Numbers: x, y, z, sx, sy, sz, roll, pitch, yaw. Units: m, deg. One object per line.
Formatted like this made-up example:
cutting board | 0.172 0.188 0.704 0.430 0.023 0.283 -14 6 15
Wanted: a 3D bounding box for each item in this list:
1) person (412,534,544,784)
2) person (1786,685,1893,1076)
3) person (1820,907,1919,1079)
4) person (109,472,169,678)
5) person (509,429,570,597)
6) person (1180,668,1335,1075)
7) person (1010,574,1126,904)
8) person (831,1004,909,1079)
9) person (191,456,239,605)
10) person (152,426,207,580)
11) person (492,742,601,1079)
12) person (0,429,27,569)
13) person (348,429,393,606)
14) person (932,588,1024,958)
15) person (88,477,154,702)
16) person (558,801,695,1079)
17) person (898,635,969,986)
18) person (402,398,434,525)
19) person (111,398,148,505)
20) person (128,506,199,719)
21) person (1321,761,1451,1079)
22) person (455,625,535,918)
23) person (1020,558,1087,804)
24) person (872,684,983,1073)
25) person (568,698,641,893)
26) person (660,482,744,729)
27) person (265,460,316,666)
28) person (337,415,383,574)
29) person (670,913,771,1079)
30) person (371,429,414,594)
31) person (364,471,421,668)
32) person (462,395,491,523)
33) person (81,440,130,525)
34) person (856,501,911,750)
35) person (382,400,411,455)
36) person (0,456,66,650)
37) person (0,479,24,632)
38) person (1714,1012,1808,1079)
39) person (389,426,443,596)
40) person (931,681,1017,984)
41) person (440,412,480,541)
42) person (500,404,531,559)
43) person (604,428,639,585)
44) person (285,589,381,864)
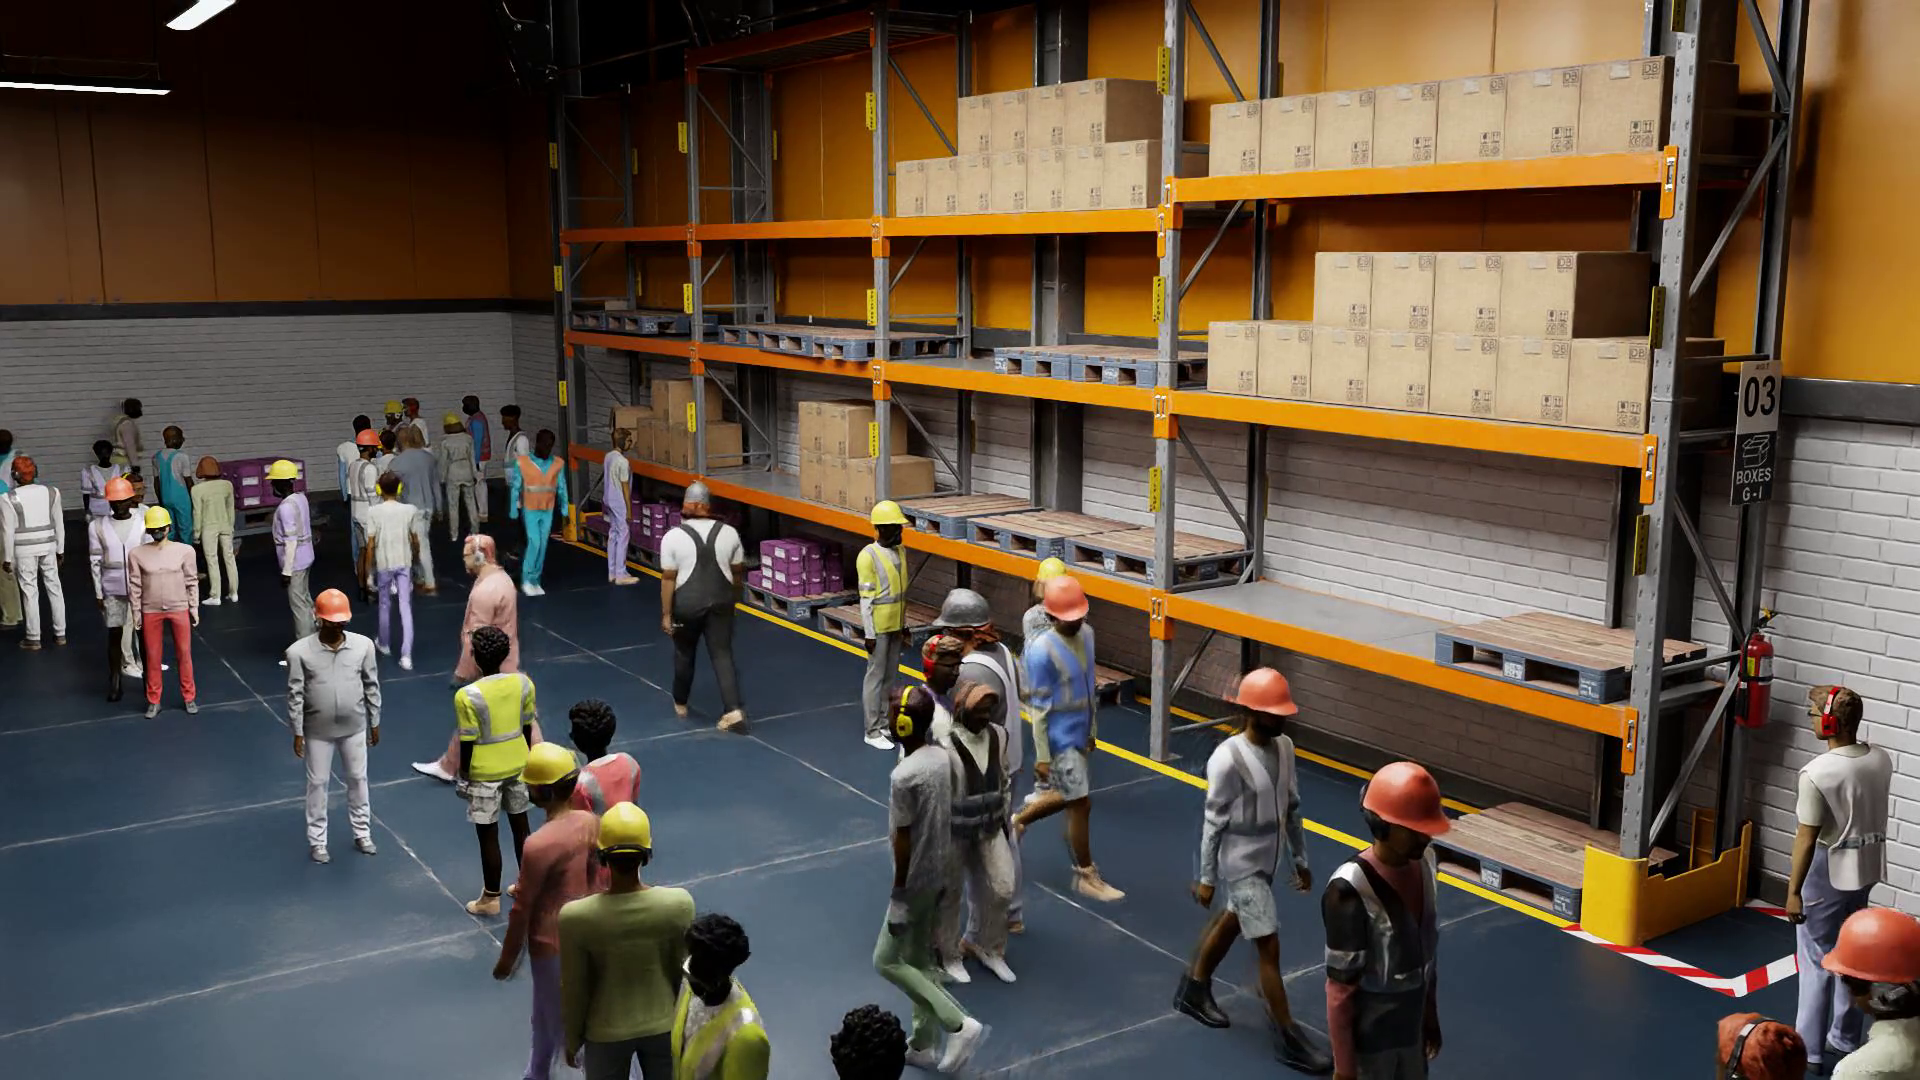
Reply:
person | -3.398 0.883 11.822 1.032 1.842 0.640 -2 10 -11
person | 4.066 1.585 7.727 0.560 1.836 0.394 -5 11 -27
person | 2.749 2.040 4.750 0.627 1.954 0.960 -5 11 -29
person | -7.479 0.309 15.111 0.310 1.868 0.532 2 10 11
person | -4.697 -0.304 18.678 0.625 1.885 0.547 -9 13 -41
person | 1.421 1.523 7.945 0.563 1.886 0.986 -9 13 -44
person | 0.554 1.146 9.855 0.855 1.991 0.636 6 11 32
person | -0.250 2.152 4.785 0.536 1.700 0.318 -1 10 -6
person | -8.161 -0.102 18.205 0.283 1.634 0.498 6 12 33
person | -9.162 -0.418 19.468 0.504 1.839 0.344 2 10 11
person | -1.735 1.729 7.199 0.773 1.746 0.524 2 10 13
person | -11.192 -0.395 19.441 0.656 1.807 0.450 -2 10 -13
person | -6.459 -0.249 18.219 0.385 1.929 0.543 -8 13 -40
person | 0.061 1.243 9.123 0.536 2.000 0.700 4 10 22
person | -7.145 0.416 14.278 0.546 1.939 0.375 -5 11 -25
person | -1.252 1.857 6.327 0.525 1.769 0.314 -4 10 -21
person | -0.151 1.398 8.791 0.373 1.840 0.572 2 10 14
person | -7.602 -1.085 23.397 0.385 1.837 0.566 -2 10 -14
person | -11.814 -1.115 23.671 0.747 1.799 0.645 -3 10 -20
person | -6.571 0.591 13.754 0.528 1.768 0.313 -4 10 -23
person | 1.564 1.774 6.042 0.619 2.028 0.409 -9 13 -43
person | -2.683 1.330 9.620 0.317 1.696 0.539 7 12 36
person | 0.641 0.984 11.514 0.483 1.745 0.302 -4 11 -23
person | -0.167 1.582 7.668 0.479 1.853 0.552 4 10 22
person | -1.730 1.598 8.045 0.317 1.696 0.540 4 10 21
person | -2.084 0.499 13.491 0.725 2.000 1.029 -4 11 -24
person | -6.229 0.210 15.513 0.373 1.928 0.584 -2 10 -9
person | -7.140 -0.537 19.945 0.587 1.913 0.390 1 10 5
person | -0.809 2.013 5.702 0.380 1.650 0.685 -5 11 -27
person | -6.445 -0.326 18.837 0.310 1.868 0.532 7 12 37
person | -5.304 0.257 15.574 0.545 1.811 0.997 -6 11 -30
person | -6.954 -1.167 23.888 0.429 1.835 0.637 -3 10 -15
person | -9.886 -0.321 19.307 0.537 1.695 0.320 -7 12 -36
person | -0.572 0.649 12.933 0.358 1.930 0.590 5 11 27
person | -7.809 -1.036 23.133 0.403 1.826 0.592 -7 12 -36
person | -8.994 0.121 16.157 0.355 1.887 0.573 7 12 37
person | -9.773 0.019 16.925 0.388 1.837 0.560 -4 11 -23
person | 2.046 2.141 4.333 0.576 1.880 0.352 -4 10 -22
person | -6.149 -0.324 18.744 0.569 1.934 0.651 5 11 27
person | 0.078 1.537 8.626 0.532 1.621 0.534 -6 11 -31
person | -6.731 -0.850 22.299 0.492 1.737 0.337 -9 13 -42
person | -5.595 -0.741 21.024 0.374 1.957 0.604 -4 11 -24
person | -3.942 -0.389 19.325 0.360 1.834 0.520 -7 12 -36
person | -3.926 1.160 10.483 0.569 1.744 0.350 -6 11 -32
